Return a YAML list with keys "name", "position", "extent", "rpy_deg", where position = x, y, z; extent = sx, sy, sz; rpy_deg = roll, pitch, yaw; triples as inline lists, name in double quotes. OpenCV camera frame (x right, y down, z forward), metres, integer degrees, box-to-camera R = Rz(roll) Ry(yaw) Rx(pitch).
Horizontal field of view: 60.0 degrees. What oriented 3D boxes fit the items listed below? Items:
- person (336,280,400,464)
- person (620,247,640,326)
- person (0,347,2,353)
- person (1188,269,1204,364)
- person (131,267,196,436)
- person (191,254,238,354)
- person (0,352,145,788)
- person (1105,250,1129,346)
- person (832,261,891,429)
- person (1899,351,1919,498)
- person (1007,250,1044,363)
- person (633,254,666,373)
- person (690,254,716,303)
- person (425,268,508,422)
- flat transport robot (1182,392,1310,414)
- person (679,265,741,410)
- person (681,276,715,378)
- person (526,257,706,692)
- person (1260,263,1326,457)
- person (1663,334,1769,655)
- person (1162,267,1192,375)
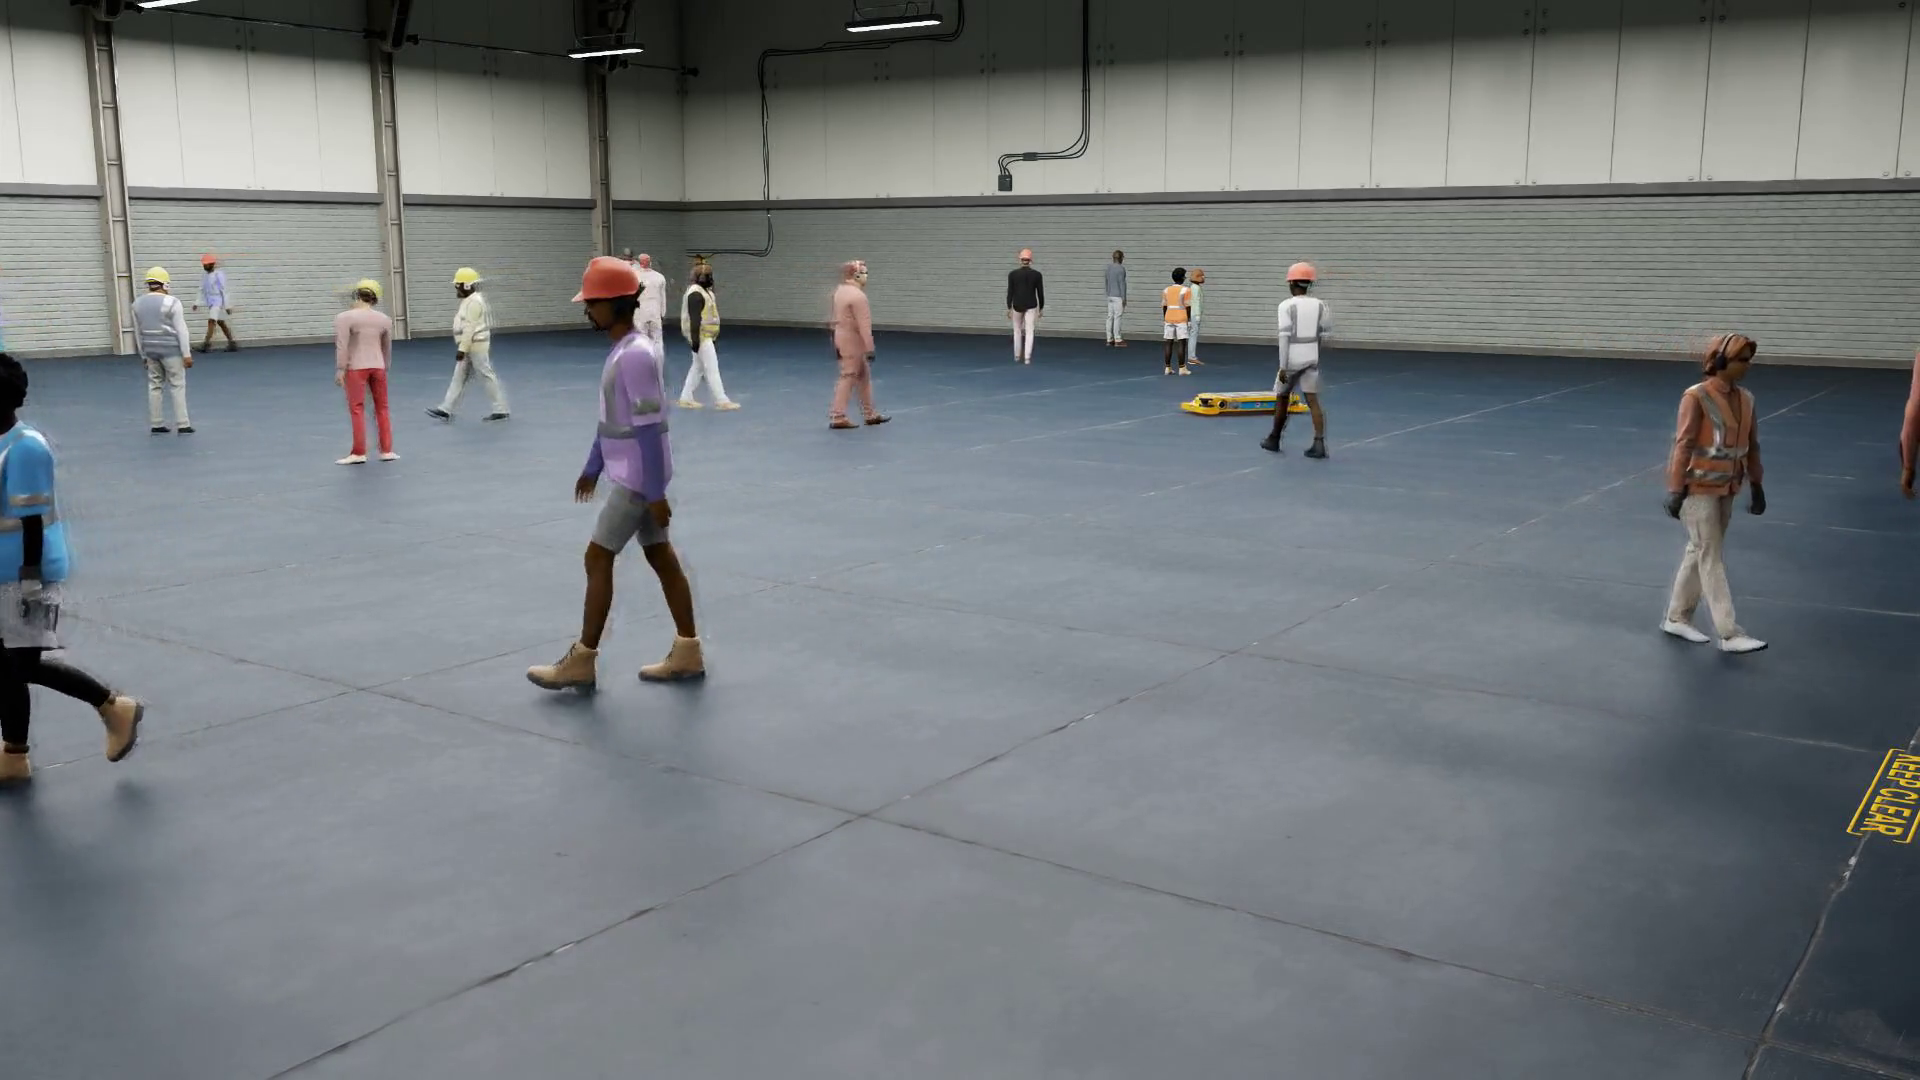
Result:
- name: "person"
  position: [-5.674, -1.586, 15.760]
  extent: [0.334, 1.728, 0.647]
  rpy_deg: [10, 14, 44]
- name: "person"
  position: [-6.953, -5.121, 34.671]
  extent: [0.708, 2.000, 0.692]
  rpy_deg: [0, 10, 2]
- name: "person"
  position: [-13.906, -3.010, 23.546]
  extent: [0.578, 1.794, 0.936]
  rpy_deg: [4, 11, 20]
- name: "person"
  position: [4.086, -3.858, 28.738]
  extent: [0.280, 1.633, 0.507]
  rpy_deg: [0, 10, 1]
- name: "person"
  position: [-8.589, -2.027, 17.954]
  extent: [0.600, 1.825, 0.404]
  rpy_deg: [2, 10, 11]
- name: "person"
  position: [-14.143, -4.468, 31.493]
  extent: [0.541, 1.878, 1.041]
  rpy_deg: [7, 12, 33]
- name: "person"
  position: [-3.533, 0.117, 6.319]
  extent: [0.545, 1.682, 0.564]
  rpy_deg: [9, 13, 41]
- name: "person"
  position: [3.165, -4.880, 33.623]
  extent: [0.371, 1.935, 0.627]
  rpy_deg: [-5, 11, -28]
- name: "person"
  position: [-1.085, -2.191, 18.728]
  extent: [0.874, 1.871, 0.672]
  rpy_deg: [-4, 11, -20]
- name: "person"
  position: [5.098, -0.381, 8.376]
  extent: [0.645, 1.942, 1.002]
  rpy_deg: [7, 12, 35]
- name: "person"
  position: [1.148, -4.076, 29.088]
  extent: [0.657, 1.939, 1.006]
  rpy_deg: [0, 10, 2]
- name: "person"
  position: [-4.976, -3.573, 26.378]
  extent: [0.637, 1.911, 0.403]
  rpy_deg: [-6, 12, -28]
- name: "person"
  position: [-5.618, -5.318, 36.327]
  extent: [0.588, 1.844, 0.407]
  rpy_deg: [2, 10, 11]
- name: "person"
  position: [-5.712, -2.232, 19.202]
  extent: [0.924, 1.781, 0.591]
  rpy_deg: [-5, 11, -25]
- name: "flat transport robot"
  position: [3.514, -1.692, 20.420]
  extent: [1.431, 0.197, 0.652]
  rpy_deg: [-3, 10, -15]
- name: "person"
  position: [-3.169, -2.520, 20.766]
  extent: [0.793, 1.811, 0.648]
  rpy_deg: [0, 10, -2]
- name: "person"
  position: [-4.023, -3.271, 25.551]
  extent: [0.527, 1.583, 0.849]
  rpy_deg: [0, 10, 2]
- name: "person"
  position: [-1.639, -0.292, 7.718]
  extent: [0.946, 2.002, 0.622]
  rpy_deg: [-2, 10, -10]
- name: "person"
  position: [3.329, -1.763, 16.318]
  extent: [0.568, 1.883, 1.013]
  rpy_deg: [-4, 11, -22]
- name: "person"
  position: [3.909, -0.229, 8.445]
  extent: [0.543, 1.607, 0.693]
  rpy_deg: [-6, 12, -32]
- name: "person"
  position: [3.423, -3.443, 26.233]
  extent: [0.536, 1.696, 0.322]
  rpy_deg: [9, 13, 41]
